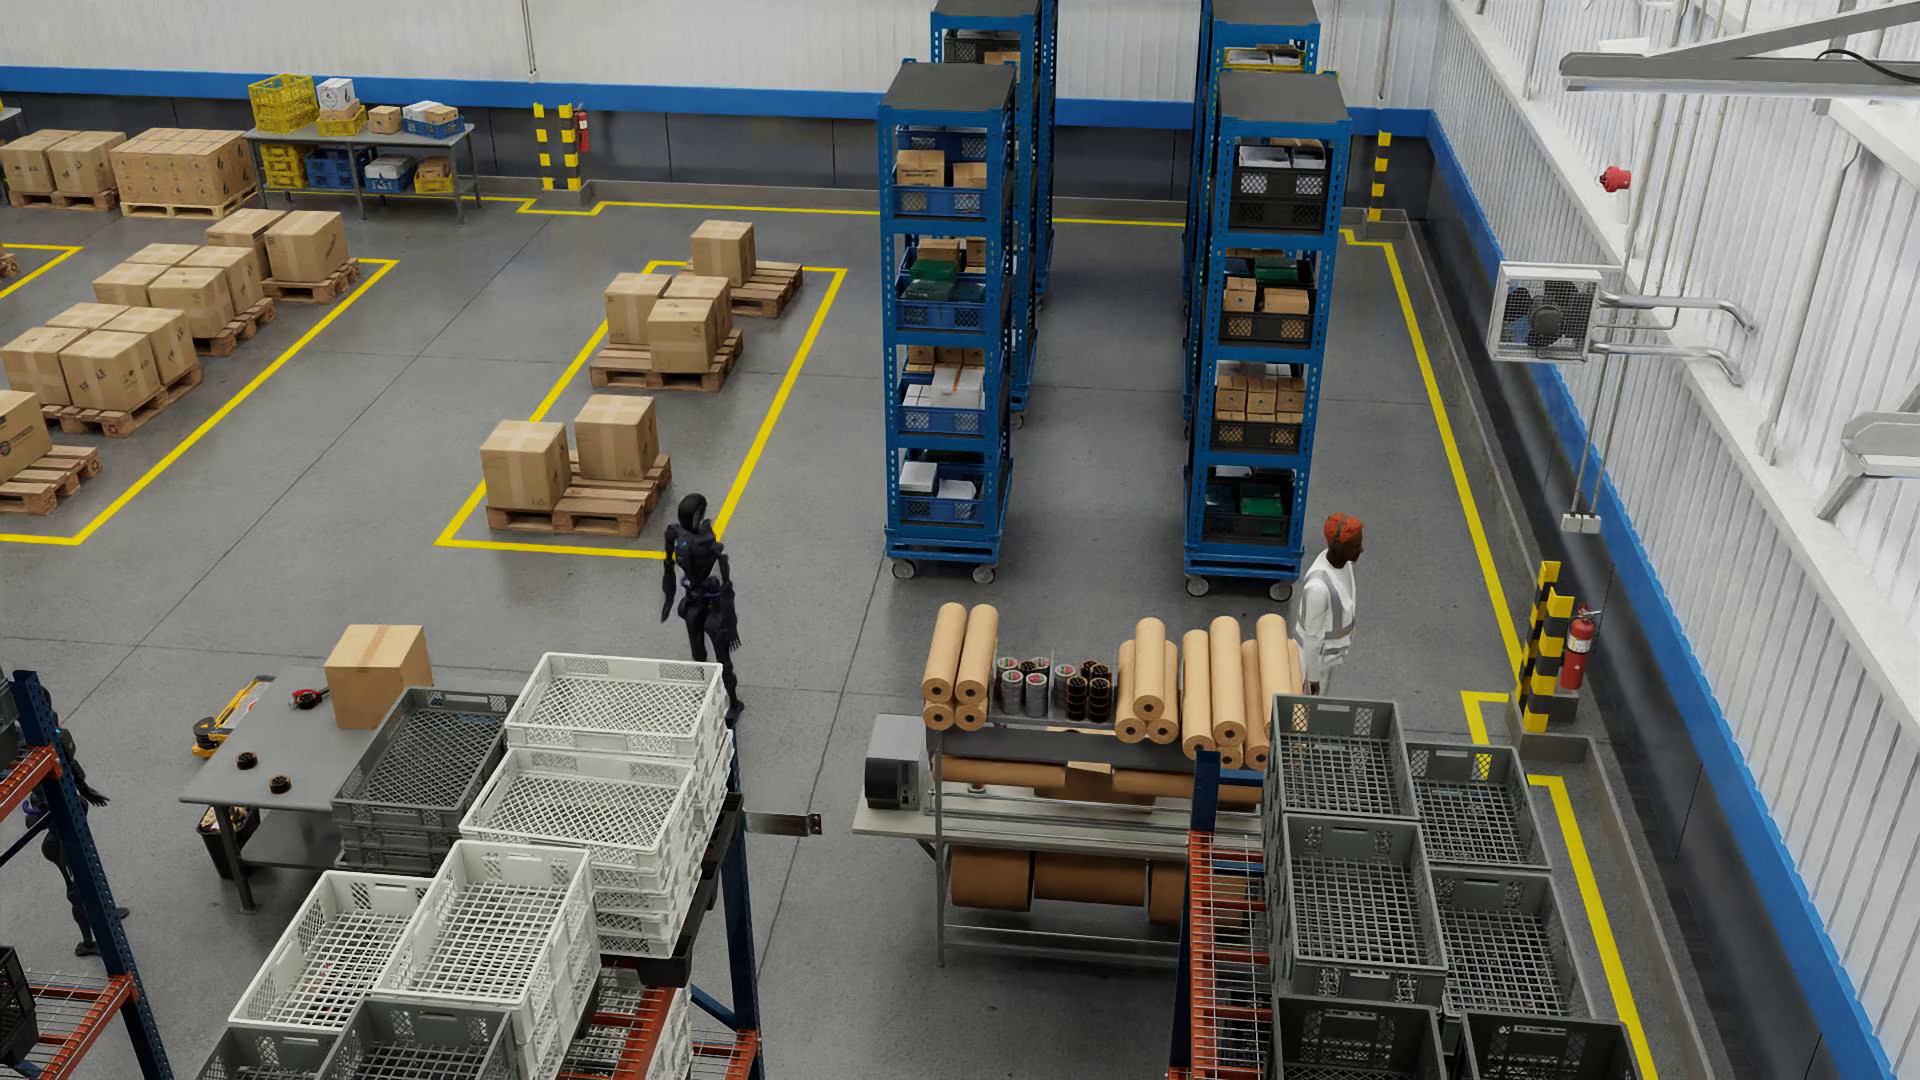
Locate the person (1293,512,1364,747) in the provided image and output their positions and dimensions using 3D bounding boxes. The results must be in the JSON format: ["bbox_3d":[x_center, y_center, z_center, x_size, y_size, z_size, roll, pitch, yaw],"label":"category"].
[{"bbox_3d":[2.160,0.673,9.913,0.342,1.880,0.580,14,33,23],"label":"person"}]

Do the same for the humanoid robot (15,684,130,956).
[{"bbox_3d":[-4.703,1.451,8.768,0.331,1.657,0.585,-8,31,-14],"label":"humanoid robot"}]

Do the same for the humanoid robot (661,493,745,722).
[{"bbox_3d":[-1.631,0.421,10.550,0.607,1.650,0.341,21,36,31],"label":"humanoid robot"}]

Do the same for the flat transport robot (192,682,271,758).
[{"bbox_3d":[-4.089,1.163,10.648,1.431,0.197,0.652,3,30,6],"label":"flat transport robot"}]
